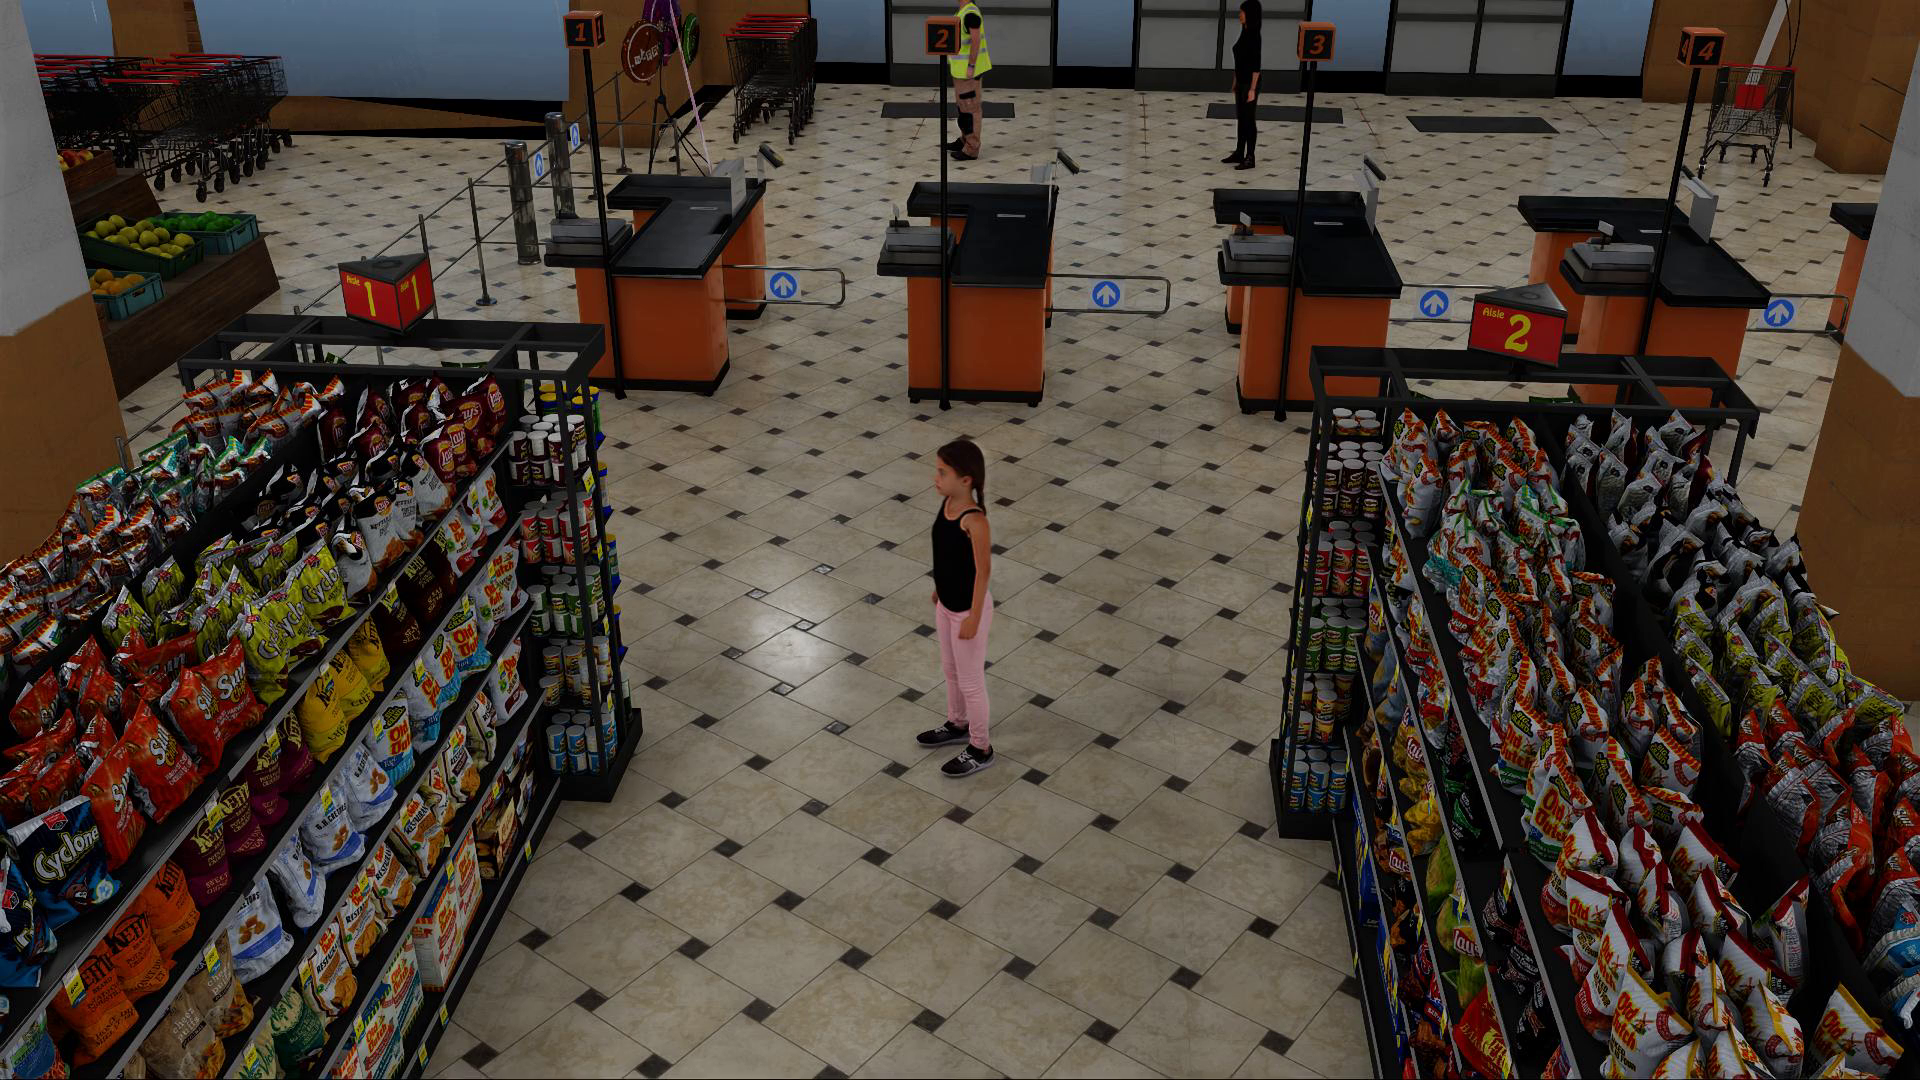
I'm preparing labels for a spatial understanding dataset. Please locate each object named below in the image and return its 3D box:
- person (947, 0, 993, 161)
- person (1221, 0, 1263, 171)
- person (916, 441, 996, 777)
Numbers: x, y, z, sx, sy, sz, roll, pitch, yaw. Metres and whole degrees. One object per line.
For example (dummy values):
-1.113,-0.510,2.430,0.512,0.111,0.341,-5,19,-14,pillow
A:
0.065,-4.835,16.967,0.825,1.846,0.733,-4,27,-7,person
2.891,-4.569,16.669,0.698,1.642,0.556,-7,28,-14,person
0.010,0.285,7.183,0.674,1.564,0.573,-11,29,-21,person
